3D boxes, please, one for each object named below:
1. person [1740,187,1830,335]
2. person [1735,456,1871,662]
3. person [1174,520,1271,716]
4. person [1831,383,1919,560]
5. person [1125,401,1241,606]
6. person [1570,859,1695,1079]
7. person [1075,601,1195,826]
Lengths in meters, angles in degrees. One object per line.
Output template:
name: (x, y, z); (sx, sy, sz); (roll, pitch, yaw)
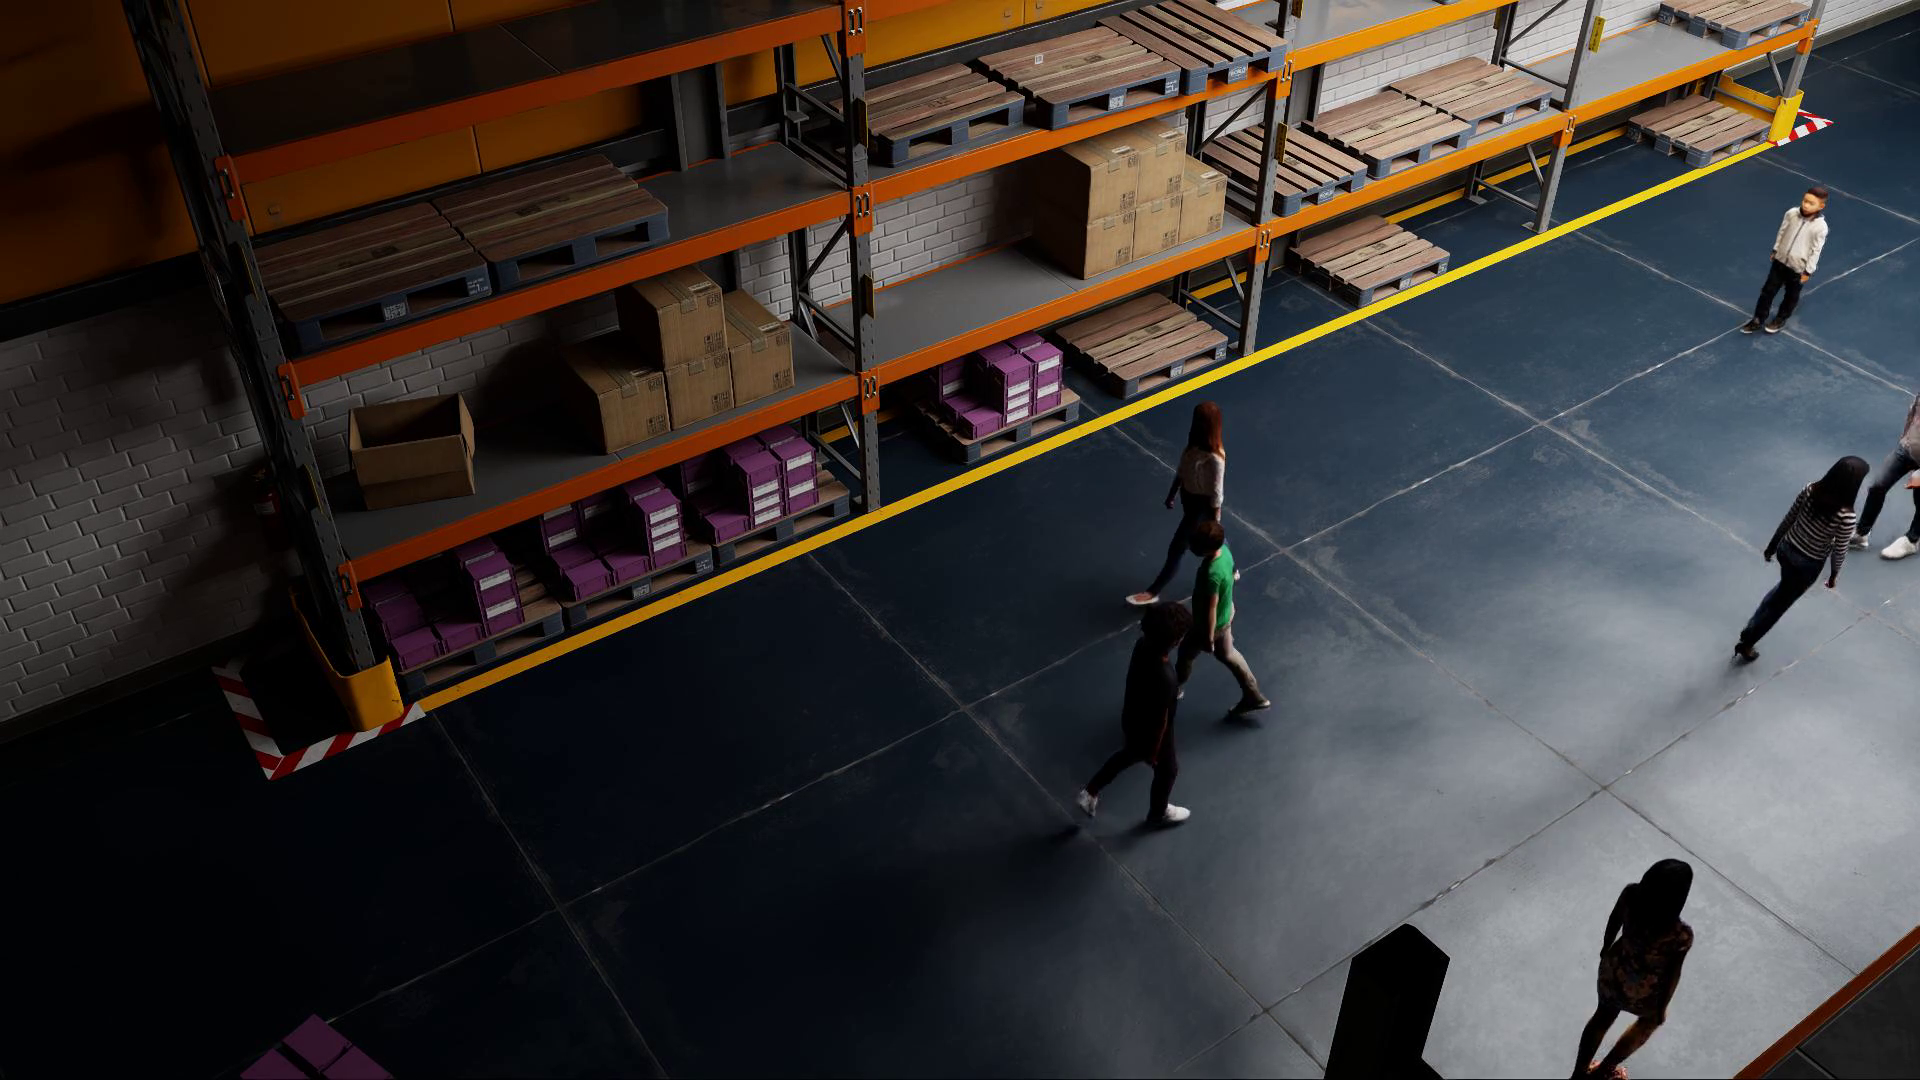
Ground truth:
person: (7.489, -2.509, 14.861); (0.740, 1.440, 0.623); (-26, 45, -29)
person: (5.573, 0.201, 11.206); (0.693, 1.768, 0.699); (-15, 41, -18)
person: (1.747, 0.535, 10.914); (1.086, 1.610, 1.111); (13, 40, 15)
person: (7.145, -0.621, 12.191); (1.041, 1.822, 0.901); (-11, 40, -13)
person: (1.774, -0.253, 11.844); (1.216, 1.680, 0.868); (-10, 40, -12)
person: (3.414, 2.315, 8.596); (0.599, 1.720, 0.627); (-22, 43, -25)
person: (1.074, 1.106, 10.080); (1.058, 1.759, 0.819); (-9, 40, -11)
